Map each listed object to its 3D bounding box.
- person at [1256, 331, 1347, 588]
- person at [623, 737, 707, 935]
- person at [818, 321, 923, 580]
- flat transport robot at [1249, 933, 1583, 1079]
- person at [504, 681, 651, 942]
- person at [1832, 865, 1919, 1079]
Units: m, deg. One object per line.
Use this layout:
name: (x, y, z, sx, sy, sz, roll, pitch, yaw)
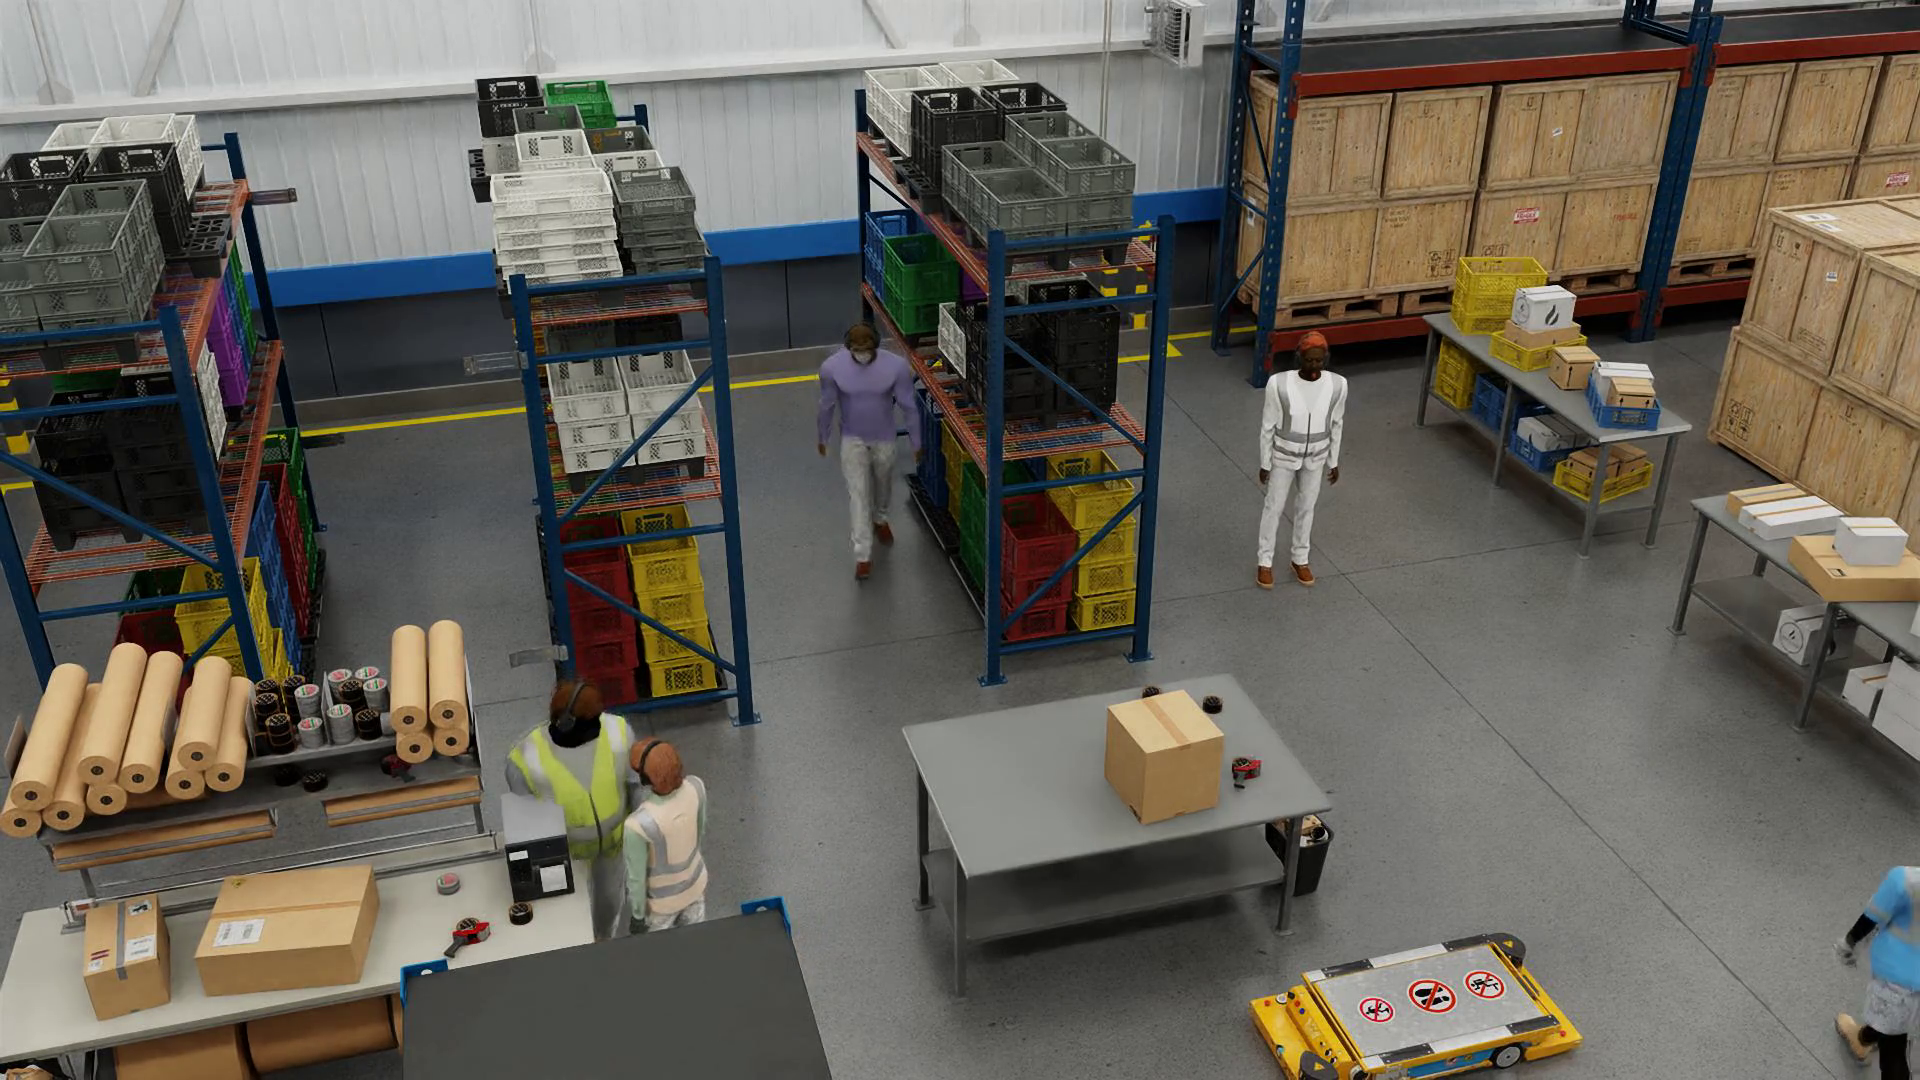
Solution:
person: (2.338, -0.548, 11.469, 0.572, 1.883, 0.358, -2, 29, -4)
person: (-1.365, 1.624, 7.774, 0.367, 1.630, 0.540, 18, 33, 29)
person: (-0.629, -0.679, 11.711, 0.716, 1.866, 1.034, -3, 29, -5)
flat transport robot: (2.184, 2.282, 7.980, 1.431, 0.197, 0.652, -8, 30, -14)
person: (-1.767, 1.459, 7.933, 0.633, 1.803, 0.759, -18, 34, -29)
person: (4.203, 1.867, 7.309, 0.537, 1.654, 0.866, 0, 29, 0)
